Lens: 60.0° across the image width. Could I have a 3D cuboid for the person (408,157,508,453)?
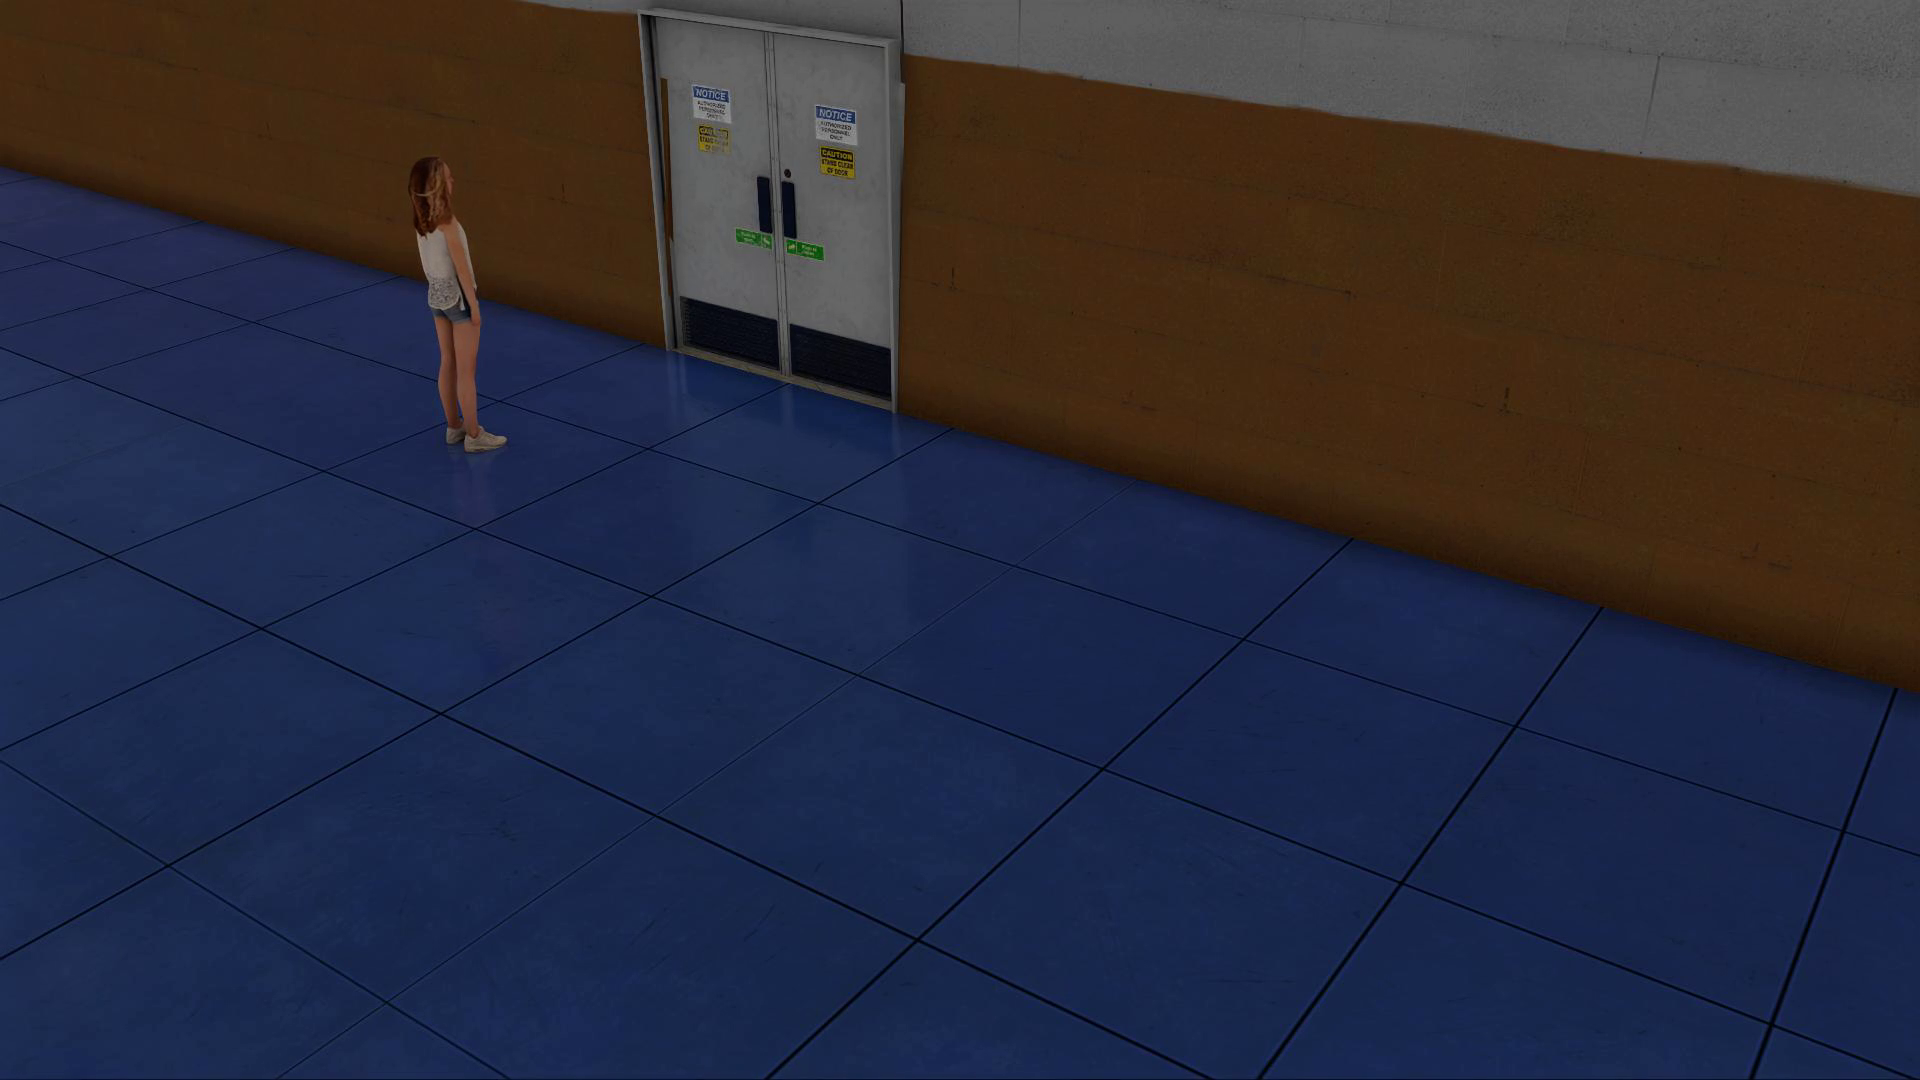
[{"bbox_3d":[-2.995,-1.373,9.771,0.596,1.759,0.563,23,35,38],"label":"person"}]
